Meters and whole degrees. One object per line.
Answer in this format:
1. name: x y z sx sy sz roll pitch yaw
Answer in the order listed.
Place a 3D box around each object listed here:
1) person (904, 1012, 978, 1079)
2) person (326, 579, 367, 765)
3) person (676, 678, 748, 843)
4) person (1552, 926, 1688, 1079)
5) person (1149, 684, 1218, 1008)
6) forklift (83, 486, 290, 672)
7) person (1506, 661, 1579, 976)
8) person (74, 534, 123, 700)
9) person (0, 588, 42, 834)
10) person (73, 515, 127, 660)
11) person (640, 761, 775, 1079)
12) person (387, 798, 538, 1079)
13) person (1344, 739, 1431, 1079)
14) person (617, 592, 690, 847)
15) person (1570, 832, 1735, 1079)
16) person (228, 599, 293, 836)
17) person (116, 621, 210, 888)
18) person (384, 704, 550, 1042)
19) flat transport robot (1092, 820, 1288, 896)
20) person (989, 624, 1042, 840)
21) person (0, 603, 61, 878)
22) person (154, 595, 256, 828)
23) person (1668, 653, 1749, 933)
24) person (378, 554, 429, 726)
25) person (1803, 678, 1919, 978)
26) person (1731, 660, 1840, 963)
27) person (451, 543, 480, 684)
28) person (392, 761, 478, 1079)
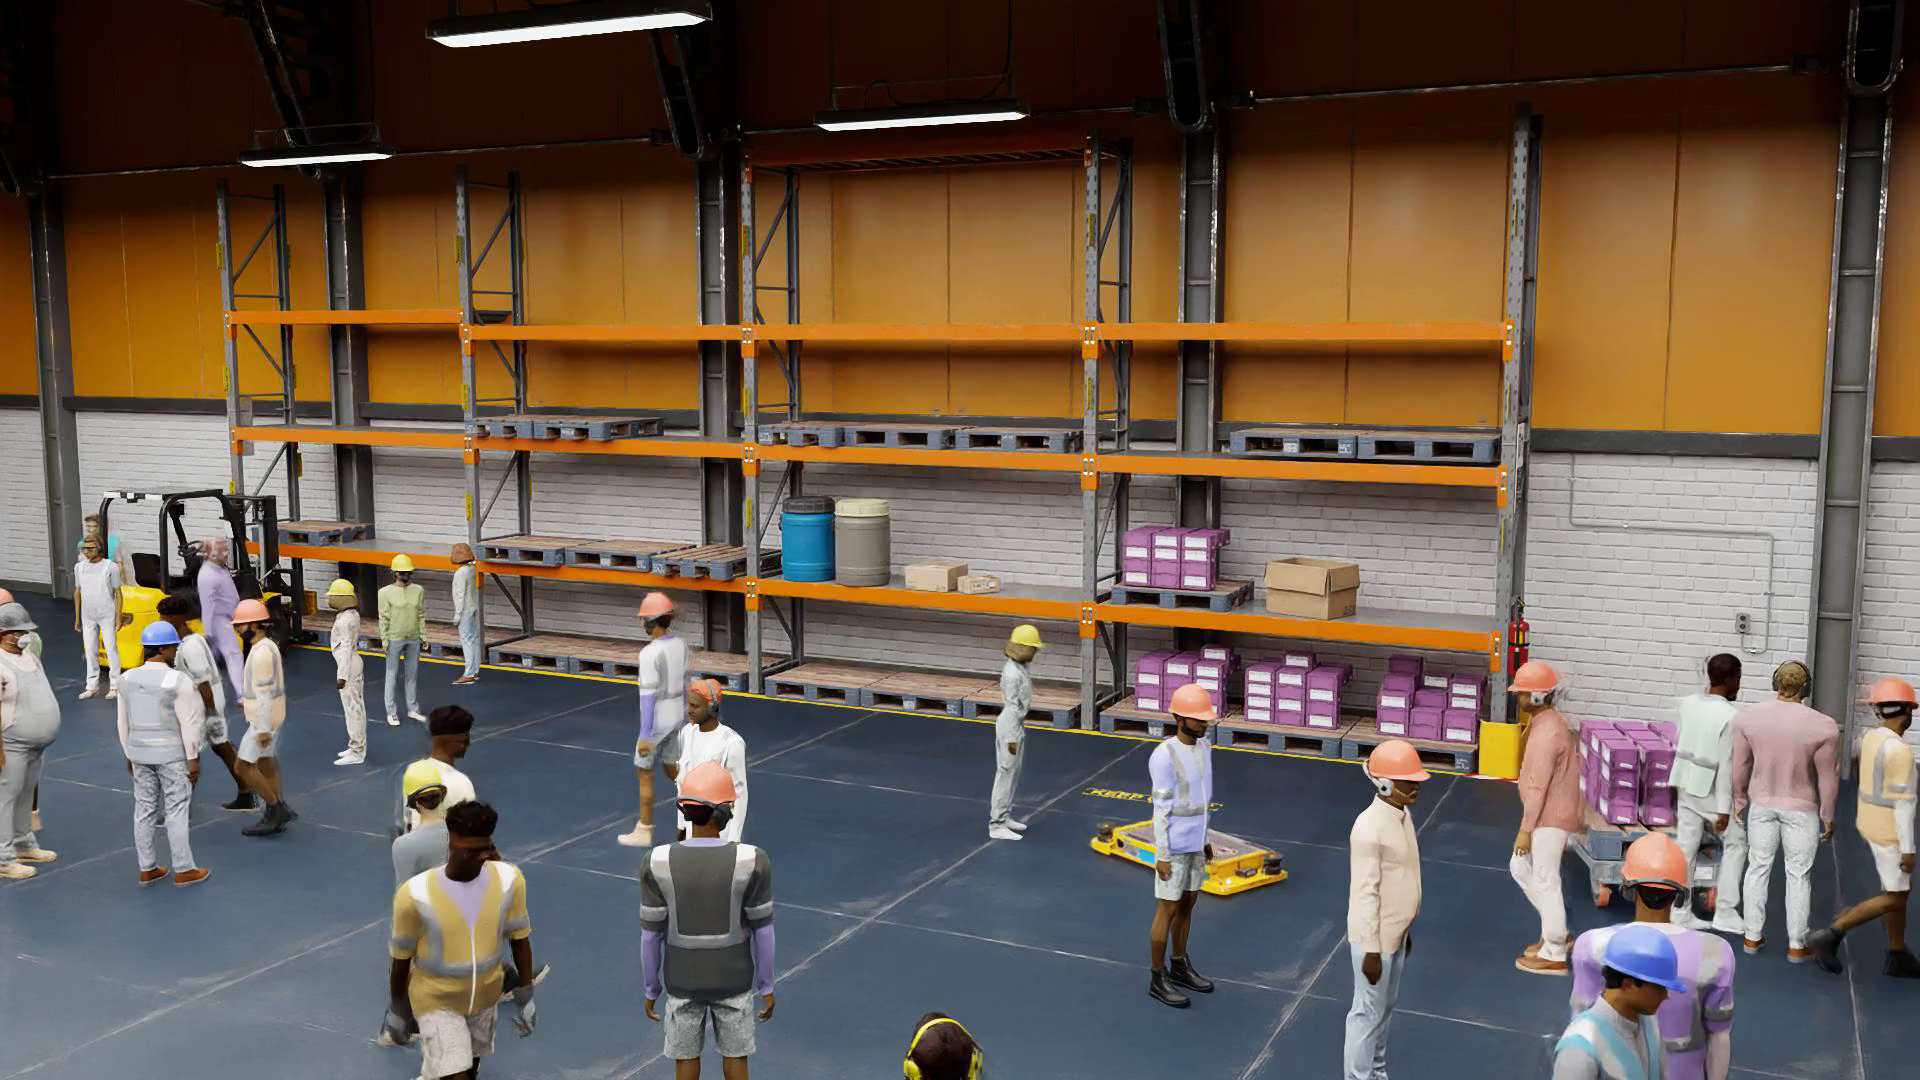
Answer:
1. person: -0.018 2.422 5.292 0.549 1.857 0.473 -2 7 -19
2. person: -5.765 1.229 15.614 0.299 1.745 0.483 -1 7 -10
3. person: -1.569 1.794 10.381 0.584 1.882 0.347 6 9 41
4. person: 2.439 2.324 6.027 0.991 1.879 0.592 6 9 40
5. person: 1.367 1.813 10.001 0.377 1.936 0.549 6 9 40
6. forklift: -9.426 0.454 20.179 1.214 2.155 2.313 3 8 26
7. person: 3.646 1.741 10.447 0.459 1.971 0.660 2 7 19
8. person: -9.507 0.848 18.348 0.514 1.844 0.328 0 7 0
9. person: -7.599 1.380 13.234 0.407 2.030 0.612 3 7 23
10. person: -10.689 0.597 20.553 0.604 1.803 0.887 2 7 13
11. person: -1.164 2.037 7.724 0.614 2.039 0.387 0 7 -3
12. person: -2.285 2.108 7.665 0.620 1.904 0.987 -6 9 -39
13. person: 2.144 1.981 8.371 0.383 1.996 0.609 4 8 31
14. person: -2.301 1.414 12.977 0.709 2.036 0.634 2 7 20
15. person: 2.725 2.169 6.619 0.609 2.044 0.393 1 7 10
16. person: -5.589 1.425 13.256 0.402 1.922 0.564 -2 7 -18
17. person: -5.801 1.557 12.090 0.606 1.943 0.403 1 7 11
18. person: -2.895 1.883 9.627 1.060 1.886 0.604 -5 9 -37
19. flat transport robot: 1.704 2.338 12.485 0.652 0.197 1.431 -5 9 -36
20. person: 0.452 1.523 13.277 0.401 1.727 0.498 1 7 11
21. person: -7.005 1.469 12.415 0.535 2.000 0.684 -1 7 -5
22. person: -6.286 1.387 13.735 0.852 1.903 0.633 -3 8 -23
23. person: 5.084 1.696 11.152 0.683 1.891 0.593 -2 7 -15
24. person: -5.751 1.025 17.211 0.314 1.769 0.524 6 9 40
25. person: 5.713 1.799 10.292 0.747 1.895 0.582 1 7 12
26. person: 5.293 1.728 10.694 0.635 1.937 0.354 6 9 41
27. person: -5.733 0.845 19.238 0.281 1.634 0.498 0 7 1
28. person: -2.794 2.043 8.825 0.329 1.762 0.523 4 8 32
